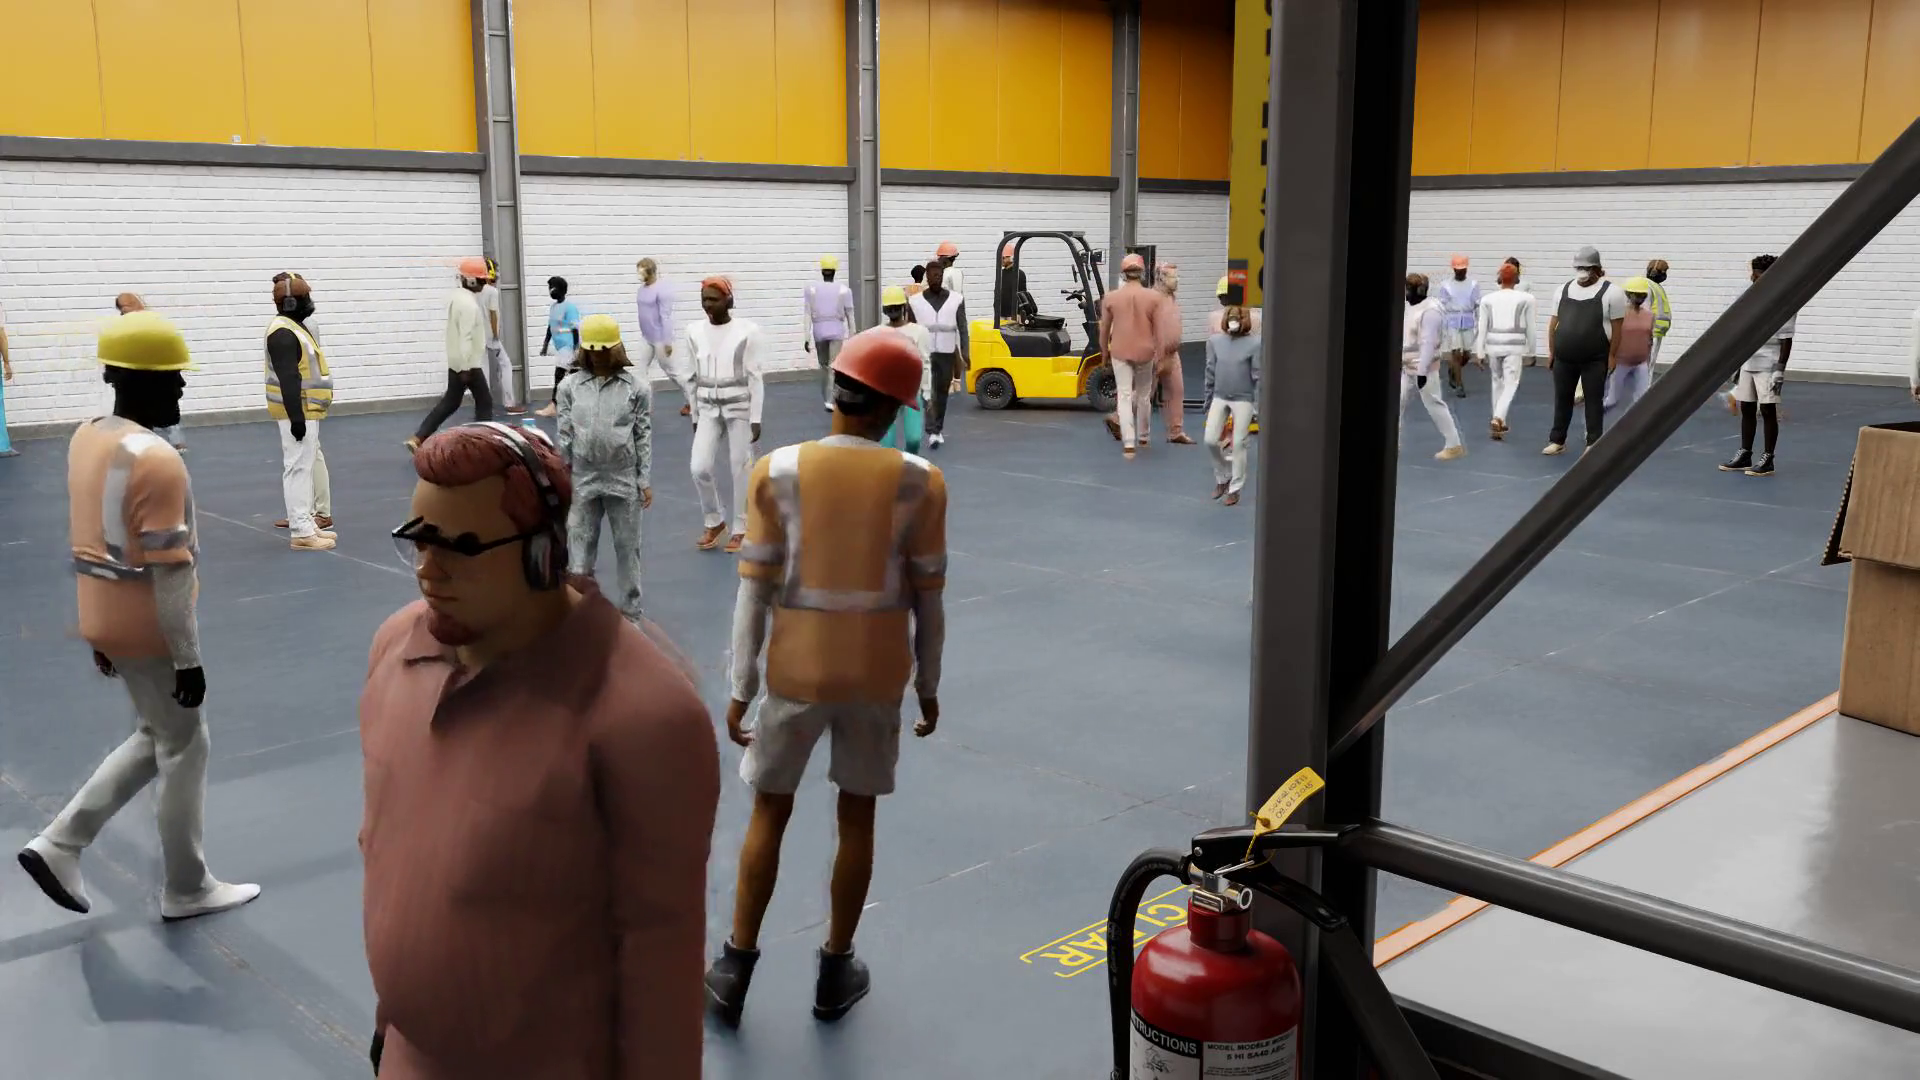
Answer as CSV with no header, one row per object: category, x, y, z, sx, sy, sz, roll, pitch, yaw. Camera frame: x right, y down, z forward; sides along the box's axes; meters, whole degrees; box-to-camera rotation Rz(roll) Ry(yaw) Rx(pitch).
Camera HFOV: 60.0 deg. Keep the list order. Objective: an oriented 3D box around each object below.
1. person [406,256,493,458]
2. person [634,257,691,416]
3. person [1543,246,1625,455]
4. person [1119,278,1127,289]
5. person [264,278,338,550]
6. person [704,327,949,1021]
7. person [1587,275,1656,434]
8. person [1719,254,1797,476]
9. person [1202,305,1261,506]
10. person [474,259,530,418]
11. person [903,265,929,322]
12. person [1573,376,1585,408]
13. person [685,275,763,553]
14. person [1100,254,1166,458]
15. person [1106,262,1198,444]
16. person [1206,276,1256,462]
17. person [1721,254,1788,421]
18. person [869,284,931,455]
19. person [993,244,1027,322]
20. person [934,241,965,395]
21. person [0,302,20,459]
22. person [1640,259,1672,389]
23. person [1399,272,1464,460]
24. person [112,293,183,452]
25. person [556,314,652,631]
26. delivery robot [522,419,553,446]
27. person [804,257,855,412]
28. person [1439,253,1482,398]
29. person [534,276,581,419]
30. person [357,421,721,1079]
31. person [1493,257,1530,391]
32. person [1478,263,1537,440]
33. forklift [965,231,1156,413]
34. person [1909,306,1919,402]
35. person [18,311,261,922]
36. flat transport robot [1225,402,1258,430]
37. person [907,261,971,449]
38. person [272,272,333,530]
person,-4.687,-1.651,15.435,0.960,1.947,0.664,-5,12,-27
person,-3.491,-2.347,19.388,0.650,1.893,1.014,10,14,43
person,5.968,-1.806,15.993,0.688,2.000,0.536,8,13,38
person,2.430,-3.212,24.105,0.410,1.880,0.781,-2,11,-13
person,-4.496,-0.857,11.363,0.429,1.844,0.625,-3,11,-16
person,-0.366,0.366,4.570,0.677,1.885,0.451,-1,10,-5
person,6.658,-1.776,16.664,0.531,1.745,0.743,-3,11,-14
person,7.137,-1.558,14.843,0.362,1.965,0.611,-3,11,-15
person,2.160,-1.083,13.153,0.532,1.620,0.330,6,12,30
person,-5.446,-2.368,19.597,0.563,1.839,0.795,9,14,40
person,-0.617,-3.232,24.727,0.532,1.694,0.320,4,11,21
person,7.761,-2.452,20.751,0.515,1.593,0.833,9,14,42
person,-1.574,-0.829,11.146,0.596,1.871,0.461,3,11,16
person,1.682,-1.803,16.222,0.636,1.937,1.013,1,10,6
person,1.970,-1.913,17.077,0.900,1.873,0.657,7,13,35
person,2.541,-1.608,15.698,0.539,1.752,0.377,7,12,33
person,9.176,-2.303,19.045,0.673,1.918,0.638,3,11,14
person,-0.500,-1.179,13.363,0.536,1.748,0.488,0,10,-1
person,0.707,-3.341,24.490,0.396,1.992,0.622,-9,14,-42
person,-0.171,-2.971,22.326,0.368,2.048,0.608,5,11,25
person,-9.367,-1.681,15.866,0.563,1.837,0.389,-1,10,-6
person,8.518,-2.528,20.482,0.429,1.842,0.626,7,13,34
person,4.372,-1.632,15.746,0.967,1.798,0.643,-2,11,-12
person,-7.913,-1.568,15.928,0.522,1.581,0.874,10,14,42
person,-1.826,-0.292,8.572,0.484,1.735,0.311,-2,11,-10
delivery robot,-3.702,-0.800,14.307,0.477,0.478,0.707,-4,11,-19
person,-1.588,-2.511,20.302,0.610,1.872,1.012,0,10,1
person,6.624,-2.861,22.115,0.565,1.912,0.694,1,10,4
person,-4.670,-2.230,19.351,0.867,1.645,0.543,-7,13,-35
person,-0.619,0.746,2.509,0.668,1.886,0.542,7,13,35
person,7.573,-2.968,22.867,0.521,1.844,0.853,2,11,13
person,5.733,-1.987,17.521,0.572,1.851,0.907,7,13,35
forklift,1.222,-2.721,20.561,2.313,2.155,1.214,2,11,13
person,8.161,-1.327,13.721,0.632,1.917,0.766,7,13,34
person,-2.518,0.268,5.030,0.602,1.908,0.575,9,14,42
flat transport robot,3.314,-1.403,18.622,0.652,0.197,1.431,5,12,28
person,-0.219,-1.865,16.787,0.614,1.865,0.994,-2,11,-8
person,-4.780,-0.990,12.011,0.514,1.872,0.328,10,14,42
